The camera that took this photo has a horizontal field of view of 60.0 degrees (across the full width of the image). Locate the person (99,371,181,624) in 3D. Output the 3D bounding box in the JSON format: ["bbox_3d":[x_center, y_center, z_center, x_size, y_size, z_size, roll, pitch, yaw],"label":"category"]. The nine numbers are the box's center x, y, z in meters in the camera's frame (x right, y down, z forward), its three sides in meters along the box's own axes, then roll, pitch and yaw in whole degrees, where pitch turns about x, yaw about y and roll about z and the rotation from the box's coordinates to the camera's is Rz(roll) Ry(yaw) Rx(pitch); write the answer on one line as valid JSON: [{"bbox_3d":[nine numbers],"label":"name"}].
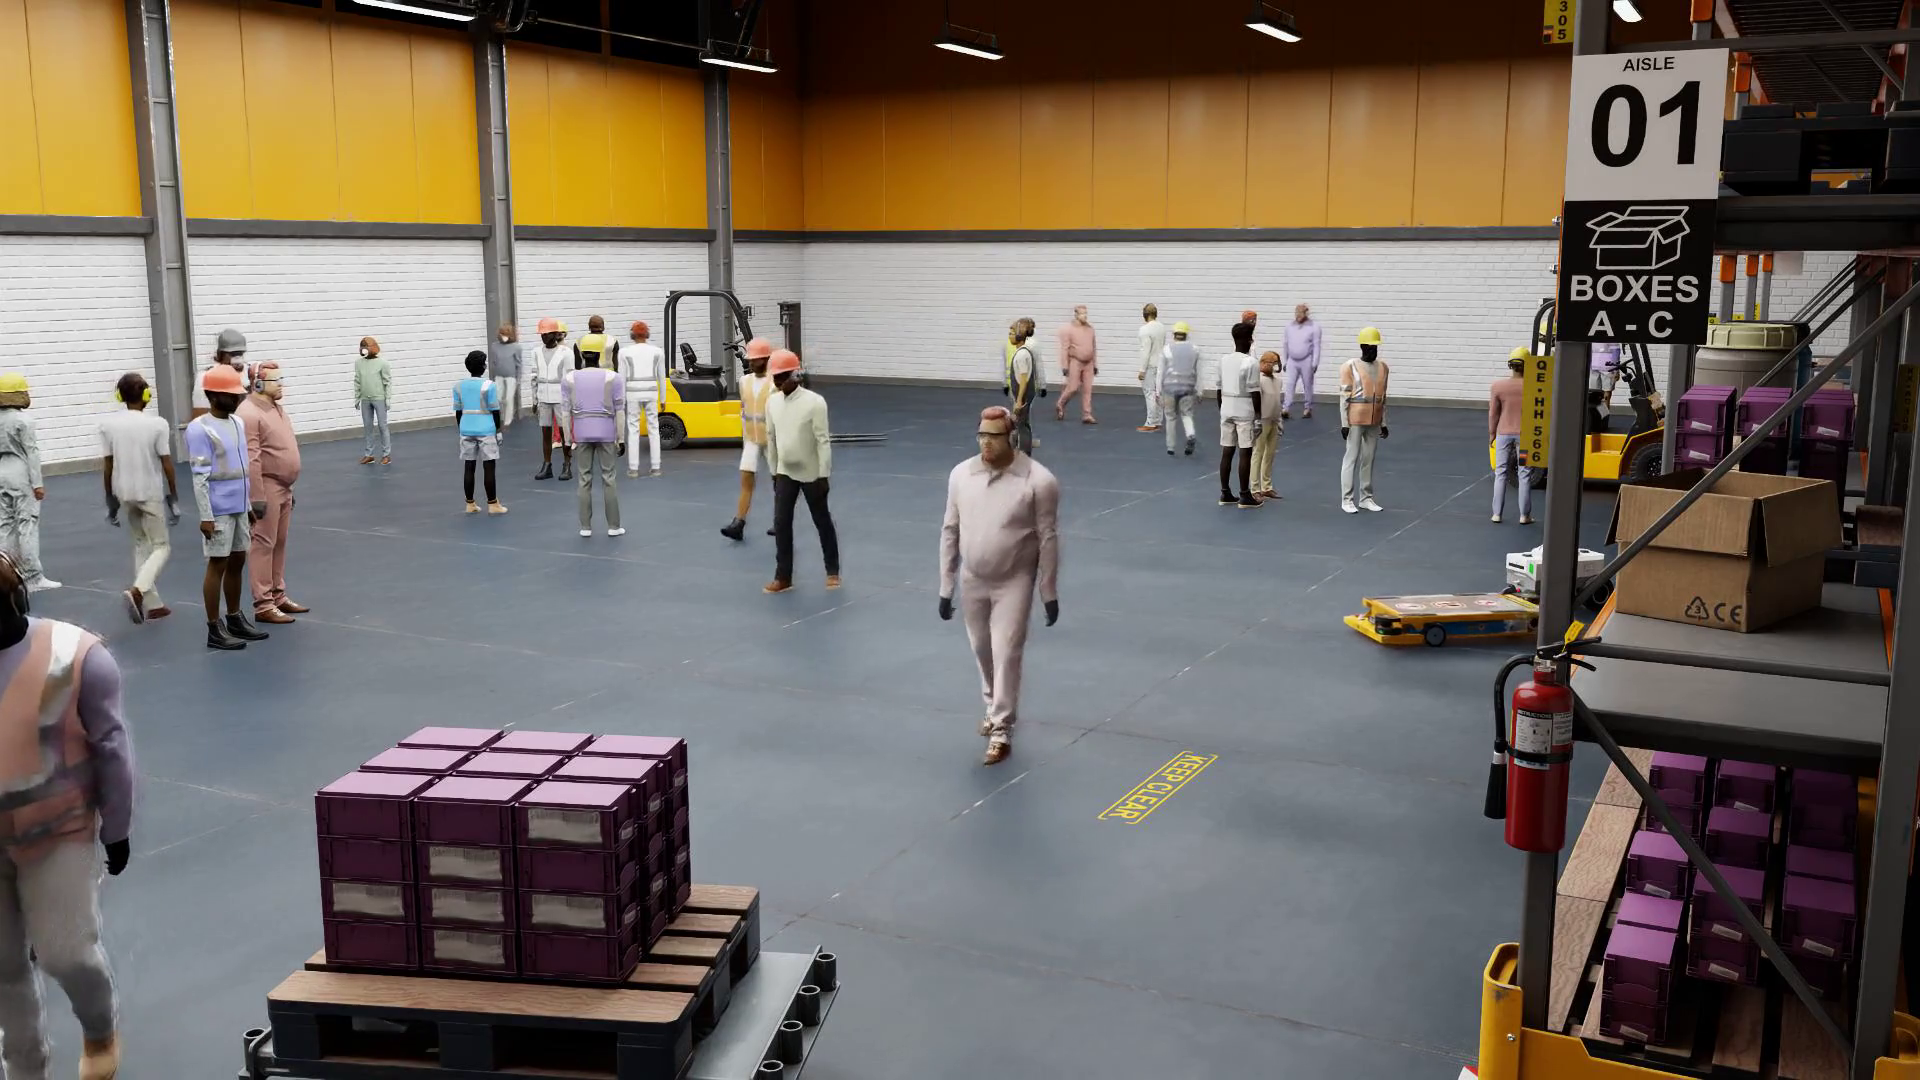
[{"bbox_3d":[-5.918,-0.286,11.976,0.531,1.843,0.674,0,10,-2],"label":"person"}]

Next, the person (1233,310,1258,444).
[{"bbox_3d":[4.028,-2.296,23.486,0.356,1.881,0.575,6,12,32],"label":"person"}]

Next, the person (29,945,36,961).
[{"bbox_3d":[-3.798,0.787,5.937,0.591,1.786,0.978,4,11,21],"label":"person"}]

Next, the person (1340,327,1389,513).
[{"bbox_3d":[4.201,-1.243,17.255,0.585,1.927,0.366,-5,11,-25],"label":"person"}]

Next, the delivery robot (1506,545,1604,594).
[{"bbox_3d":[4.495,0.204,12.572,0.707,0.478,0.477,-3,10,-19],"label":"delivery robot"}]

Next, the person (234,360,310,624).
[{"bbox_3d":[-5.029,-0.356,12.174,0.406,1.911,0.636,-1,10,-3],"label":"person"}]

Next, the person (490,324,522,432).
[{"bbox_3d":[-6.827,-2.434,25.016,0.516,1.611,0.346,0,10,2],"label":"person"}]

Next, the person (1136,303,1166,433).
[{"bbox_3d":[2.863,-2.570,24.916,0.374,1.936,0.629,7,12,34],"label":"person"}]

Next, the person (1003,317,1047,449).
[{"bbox_3d":[0.960,-2.110,22.606,0.822,1.810,0.646,-9,13,-42],"label":"person"}]

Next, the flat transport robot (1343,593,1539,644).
[{"bbox_3d":[3.504,0.543,11.702,1.431,0.197,0.652,-2,10,-10],"label":"flat transport robot"}]

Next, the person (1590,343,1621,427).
[{"bbox_3d":[9.471,-2.541,24.420,0.364,2.048,0.608,-4,10,-20],"label":"person"}]

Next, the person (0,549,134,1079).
[{"bbox_3d":[-2.875,0.913,5.079,0.639,1.832,0.433,-2,10,-10],"label":"person"}]

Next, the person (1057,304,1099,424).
[{"bbox_3d":[1.876,-2.780,26.264,0.669,1.889,0.705,-7,12,-33],"label":"person"}]

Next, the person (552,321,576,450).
[{"bbox_3d":[-5.457,-2.107,22.724,0.533,1.769,0.311,4,10,21],"label":"person"}]

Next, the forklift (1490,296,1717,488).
[{"bbox_3d":[7.296,-1.677,18.993,2.313,2.155,1.214,5,11,27],"label":"forklift"}]

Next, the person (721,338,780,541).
[{"bbox_3d":[-1.879,-0.928,15.539,0.572,1.884,0.972,5,11,26],"label":"person"}]

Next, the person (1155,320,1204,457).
[{"bbox_3d":[2.886,-1.973,21.816,0.620,1.809,0.546,0,10,-2],"label":"person"}]

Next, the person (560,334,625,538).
[{"bbox_3d":[-3.457,-0.980,15.728,0.585,1.928,0.379,-1,10,-4],"label":"person"}]

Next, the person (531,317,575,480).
[{"bbox_3d":[-4.819,-1.665,19.665,0.550,1.935,0.376,2,10,12],"label":"person"}]

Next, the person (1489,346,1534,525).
[{"bbox_3d":[5.514,-1.033,16.506,0.528,1.768,0.313,5,11,25],"label":"person"}]

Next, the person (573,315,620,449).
[{"bbox_3d":[-4.944,-2.149,22.753,0.631,1.840,0.428,-1,10,-6],"label":"person"}]

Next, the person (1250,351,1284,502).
[{"bbox_3d":[3.346,-1.242,18.098,0.499,1.633,0.286,-10,14,-44],"label":"person"}]

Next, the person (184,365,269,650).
[{"bbox_3d":[-4.984,-0.227,11.349,0.370,1.933,0.553,2,10,9],"label":"person"}]

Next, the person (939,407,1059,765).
[{"bbox_3d":[0.211,0.215,9.003,0.685,1.905,0.642,5,11,27],"label":"person"}]

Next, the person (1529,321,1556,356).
[{"bbox_3d":[7.492,-1.908,21.425,0.404,1.823,0.590,-1,10,-6],"label":"person"}]

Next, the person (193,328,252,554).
[{"bbox_3d":[-6.414,-0.880,14.825,0.536,2.000,0.713,8,12,37],"label":"person"}]

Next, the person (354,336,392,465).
[{"bbox_3d":[-7.466,-1.770,21.155,0.507,1.632,0.268,2,10,13],"label":"person"}]

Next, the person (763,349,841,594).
[{"bbox_3d":[-1.248,-0.547,13.236,0.631,1.944,0.709,6,11,29],"label":"person"}]

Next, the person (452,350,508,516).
[{"bbox_3d":[-4.924,-1.092,17.045,0.530,1.697,0.321,3,10,17],"label":"person"}]

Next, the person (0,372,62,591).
[{"bbox_3d":[-7.503,-0.463,13.269,0.488,1.743,0.317,4,10,20],"label":"person"}]

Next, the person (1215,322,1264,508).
[{"bbox_3d":[2.966,-1.322,17.596,0.367,1.967,0.606,-7,12,-37],"label":"person"}]

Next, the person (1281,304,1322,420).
[{"bbox_3d":[5.479,-2.863,26.827,0.674,1.851,0.980,6,12,32],"label":"person"}]

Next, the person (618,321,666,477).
[{"bbox_3d":[-3.822,-1.696,20.046,0.572,1.876,0.365,-4,11,-21],"label":"person"}]

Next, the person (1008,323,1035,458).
[{"bbox_3d":[0.740,-1.716,20.229,0.347,1.846,0.505,1,10,6],"label":"person"}]

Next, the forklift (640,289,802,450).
[{"bbox_3d":[-3.358,-2.392,23.136,2.313,2.155,1.214,-1,10,-5],"label":"forklift"}]
